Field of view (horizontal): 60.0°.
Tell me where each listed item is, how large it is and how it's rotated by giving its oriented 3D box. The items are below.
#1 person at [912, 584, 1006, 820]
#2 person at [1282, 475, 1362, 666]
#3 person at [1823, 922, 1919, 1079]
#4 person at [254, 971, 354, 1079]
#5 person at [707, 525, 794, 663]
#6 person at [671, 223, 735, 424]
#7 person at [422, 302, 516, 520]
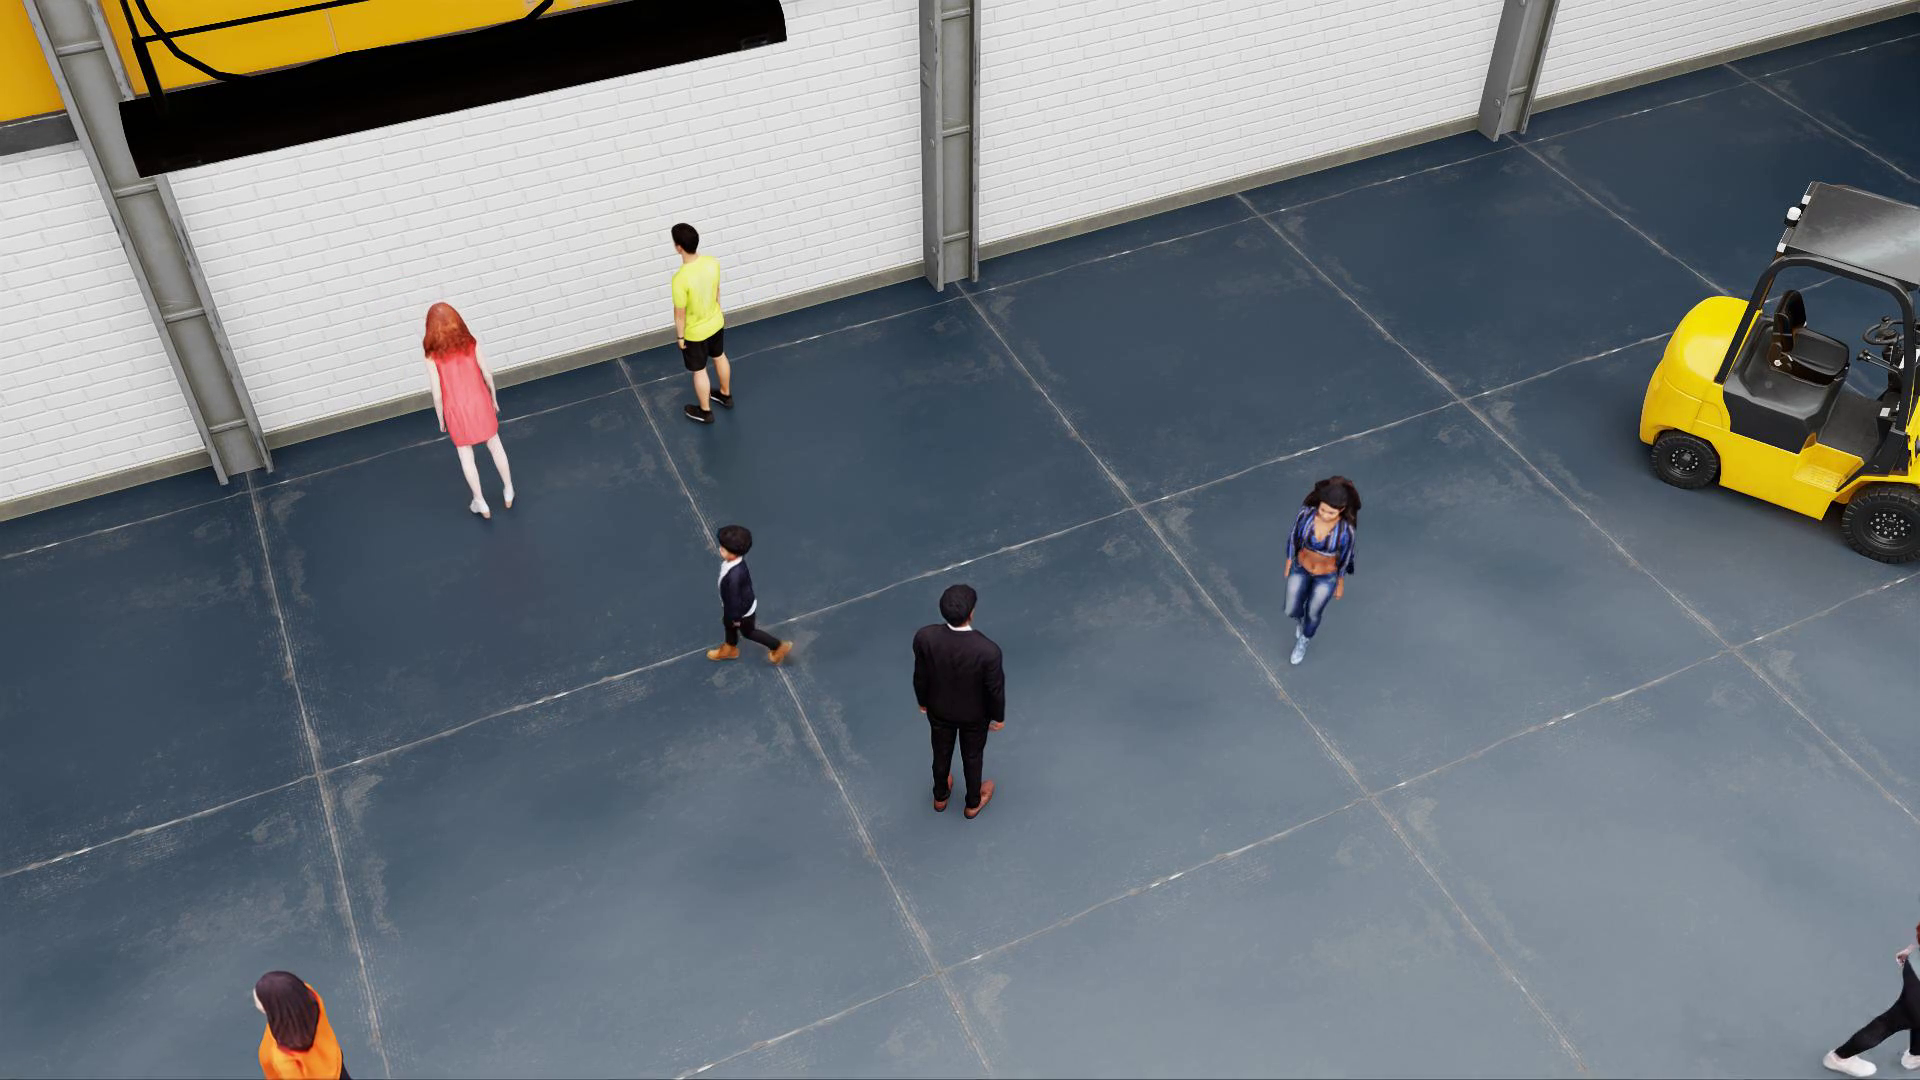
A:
[{"bbox_3d":[-0.015,0.967,9.847,0.741,1.883,0.824,11,45,12],"label":"person"},{"bbox_3d":[2.347,0.169,10.882,0.770,1.611,0.820,20,47,20],"label":"person"},{"bbox_3d":[4.898,2.287,8.579,1.005,1.721,0.879,5,44,5],"label":"person"},{"bbox_3d":[-3.166,2.633,8.196,0.672,1.748,0.690,-4,44,-4],"label":"person"},{"bbox_3d":[-1.407,0.384,10.948,0.883,1.209,0.686,-3,44,-3],"label":"person"},{"bbox_3d":[-1.975,-1.673,12.747,0.741,1.706,0.607,31,52,28],"label":"person"},{"bbox_3d":[-3.508,-0.916,11.865,0.495,1.826,0.691,-25,49,-24],"label":"person"}]
